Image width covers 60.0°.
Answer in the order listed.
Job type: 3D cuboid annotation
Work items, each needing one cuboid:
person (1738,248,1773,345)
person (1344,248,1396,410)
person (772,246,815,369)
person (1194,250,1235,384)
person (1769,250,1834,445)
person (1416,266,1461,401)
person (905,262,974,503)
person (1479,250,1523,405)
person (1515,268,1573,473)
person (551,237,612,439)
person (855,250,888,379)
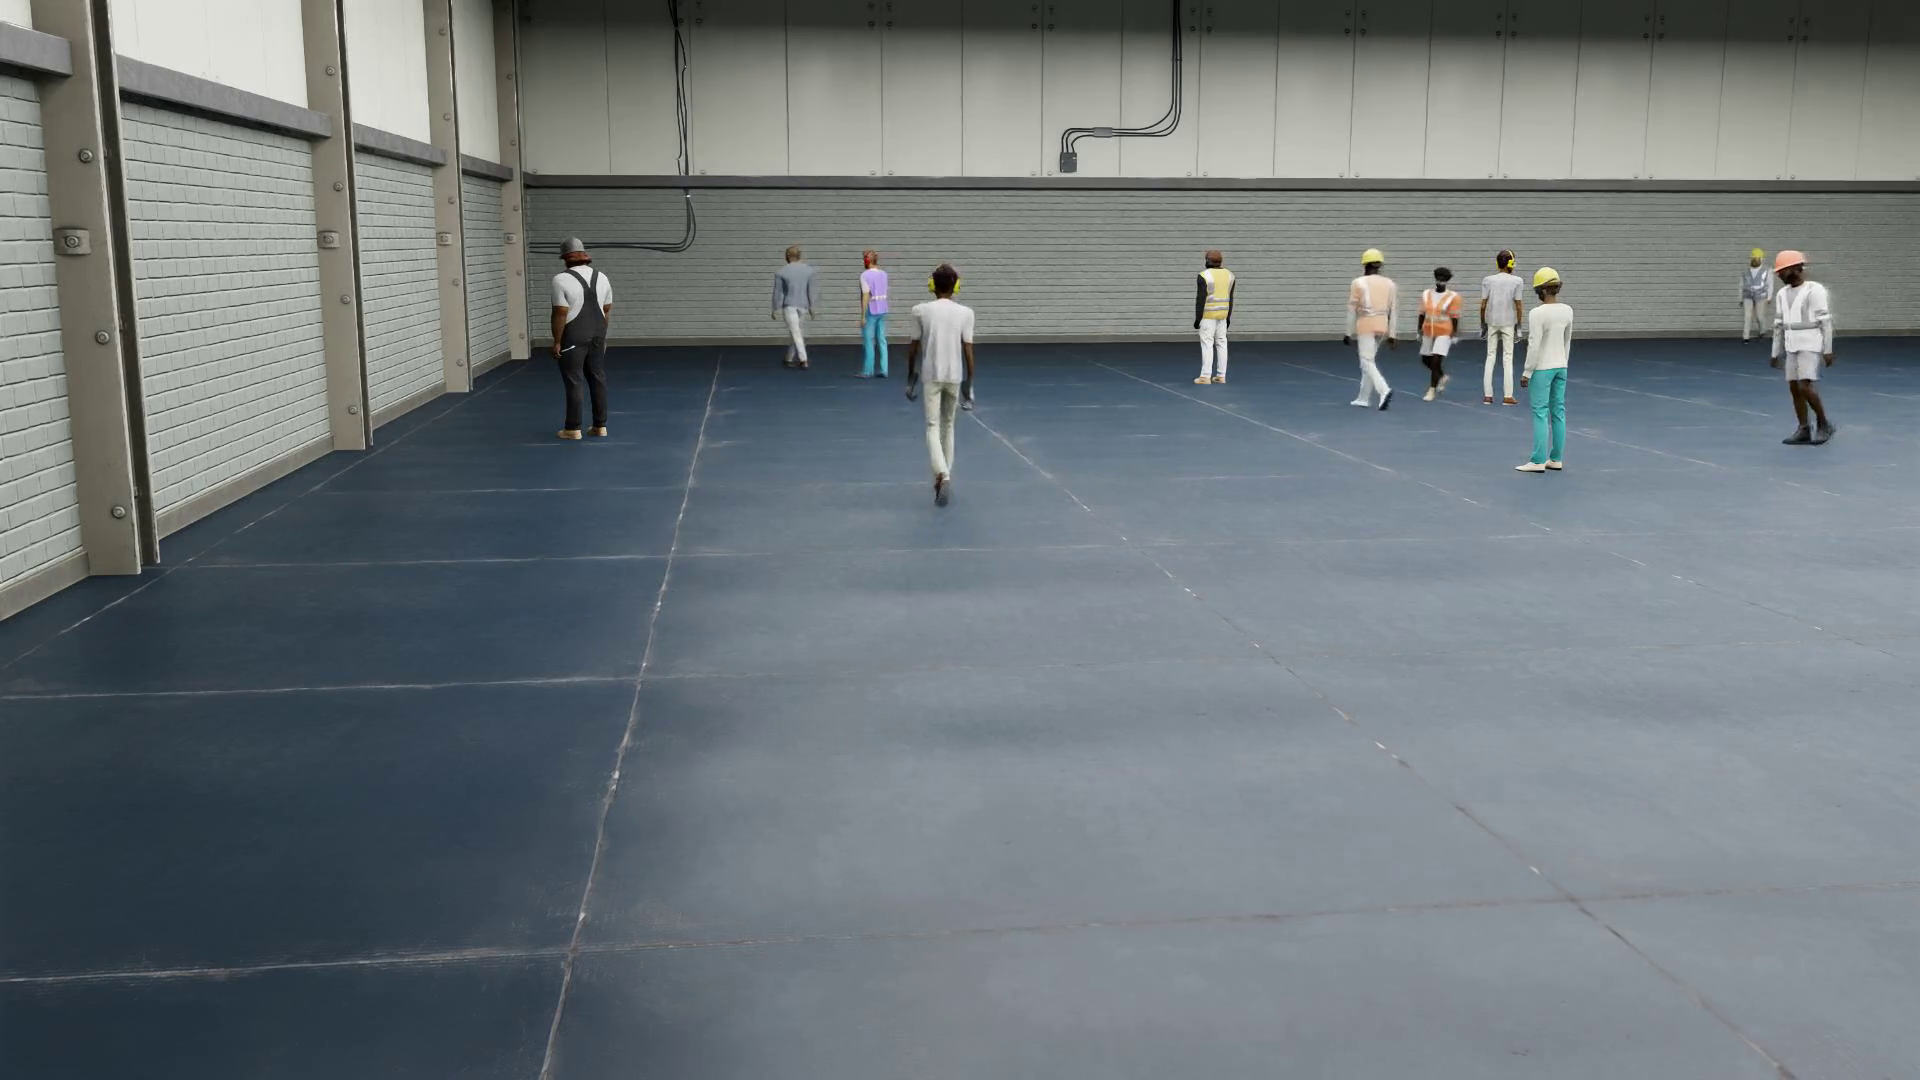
[{"bbox_3d":[14.993,-4.590,31.337,0.617,1.821,0.604,8,13,37],"label":"person"},{"bbox_3d":[4.884,-2.476,19.557,0.586,1.896,0.846,-5,11,-25],"label":"person"},{"bbox_3d":[-2.554,-3.572,25.593,0.651,1.890,1.036,-6,12,-31],"label":"person"},{"bbox_3d":[3.481,-3.071,22.957,0.637,1.840,0.429,-6,12,-31],"label":"person"},{"bbox_3d":[8.140,-1.857,16.140,0.551,1.896,0.584,-3,11,-15],"label":"person"},{"bbox_3d":[5.957,-2.556,20.610,0.542,1.668,0.597,10,14,44],"label":"person"},{"bbox_3d":[-0.134,-1.221,12.848,0.519,1.836,0.911,-2,11,-12],"label":"person"},{"bbox_3d":[6.550,-2.569,20.143,0.517,1.864,0.334,7,12,34],"label":"person"},{"bbox_3d":[5.039,-1.458,14.343,0.523,1.760,0.328,-6,12,-31],"label":"person"},{"bbox_3d":[-3.870,-2.041,16.763,0.536,2.000,0.676,9,13,39],"label":"person"},{"bbox_3d":[-1.231,-3.225,23.808,0.383,1.843,0.571,7,13,35],"label":"person"}]
